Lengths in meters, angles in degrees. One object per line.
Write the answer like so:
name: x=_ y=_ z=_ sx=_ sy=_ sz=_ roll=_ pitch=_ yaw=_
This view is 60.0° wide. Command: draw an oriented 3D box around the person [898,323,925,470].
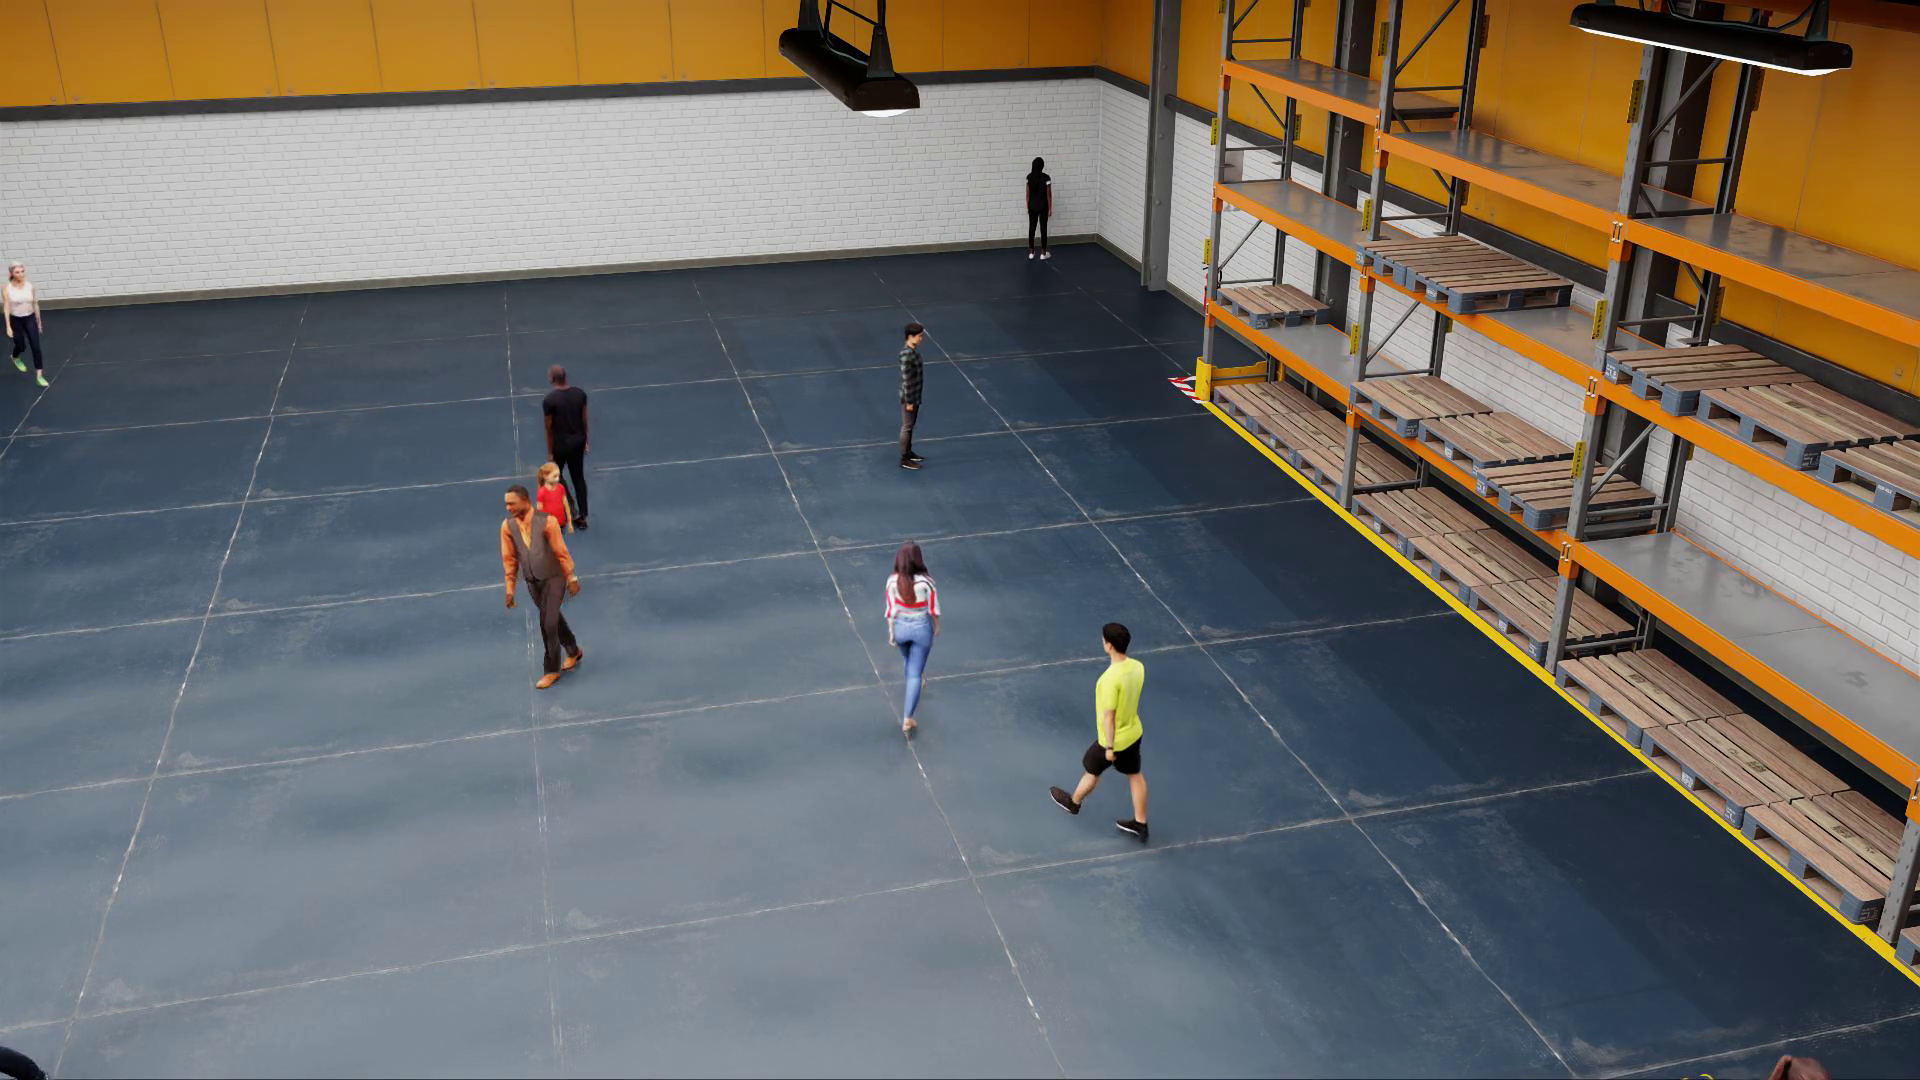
person: x=-0.595 y=-1.700 z=19.326 sx=0.773 sy=1.712 sz=0.625 roll=3 pitch=24 yaw=6

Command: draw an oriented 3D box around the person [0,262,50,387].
person: x=-12.479 y=-2.876 z=22.086 sx=1.113 sy=1.670 sz=0.978 roll=17 pitch=29 yaw=34

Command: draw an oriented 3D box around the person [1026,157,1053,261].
person: x=1.344 y=-5.678 z=28.423 sx=0.716 sy=1.728 sz=0.757 roll=9 pitch=25 yaw=20

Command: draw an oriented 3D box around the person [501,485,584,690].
person: x=-3.554 y=0.342 z=14.500 sx=1.013 sy=1.849 sz=1.129 roll=4 pitch=24 yaw=10

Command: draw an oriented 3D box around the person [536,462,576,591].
person: x=-4.035 y=-0.160 z=16.361 sx=0.955 sy=1.279 sz=0.784 roll=21 pitch=31 yaw=39

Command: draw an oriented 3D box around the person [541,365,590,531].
person: x=-4.089 y=-0.945 z=17.502 sx=0.802 sy=1.804 sz=0.815 roll=-18 pitch=30 yaw=-36

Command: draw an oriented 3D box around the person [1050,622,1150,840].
person: x=1.240 y=1.442 z=12.209 sx=1.143 sy=1.670 sz=0.984 roll=19 pitch=30 yaw=37

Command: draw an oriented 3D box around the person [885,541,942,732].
person: x=-0.399 y=0.817 z=13.761 sx=0.965 sy=1.572 sz=1.195 roll=6 pitch=24 yaw=12
